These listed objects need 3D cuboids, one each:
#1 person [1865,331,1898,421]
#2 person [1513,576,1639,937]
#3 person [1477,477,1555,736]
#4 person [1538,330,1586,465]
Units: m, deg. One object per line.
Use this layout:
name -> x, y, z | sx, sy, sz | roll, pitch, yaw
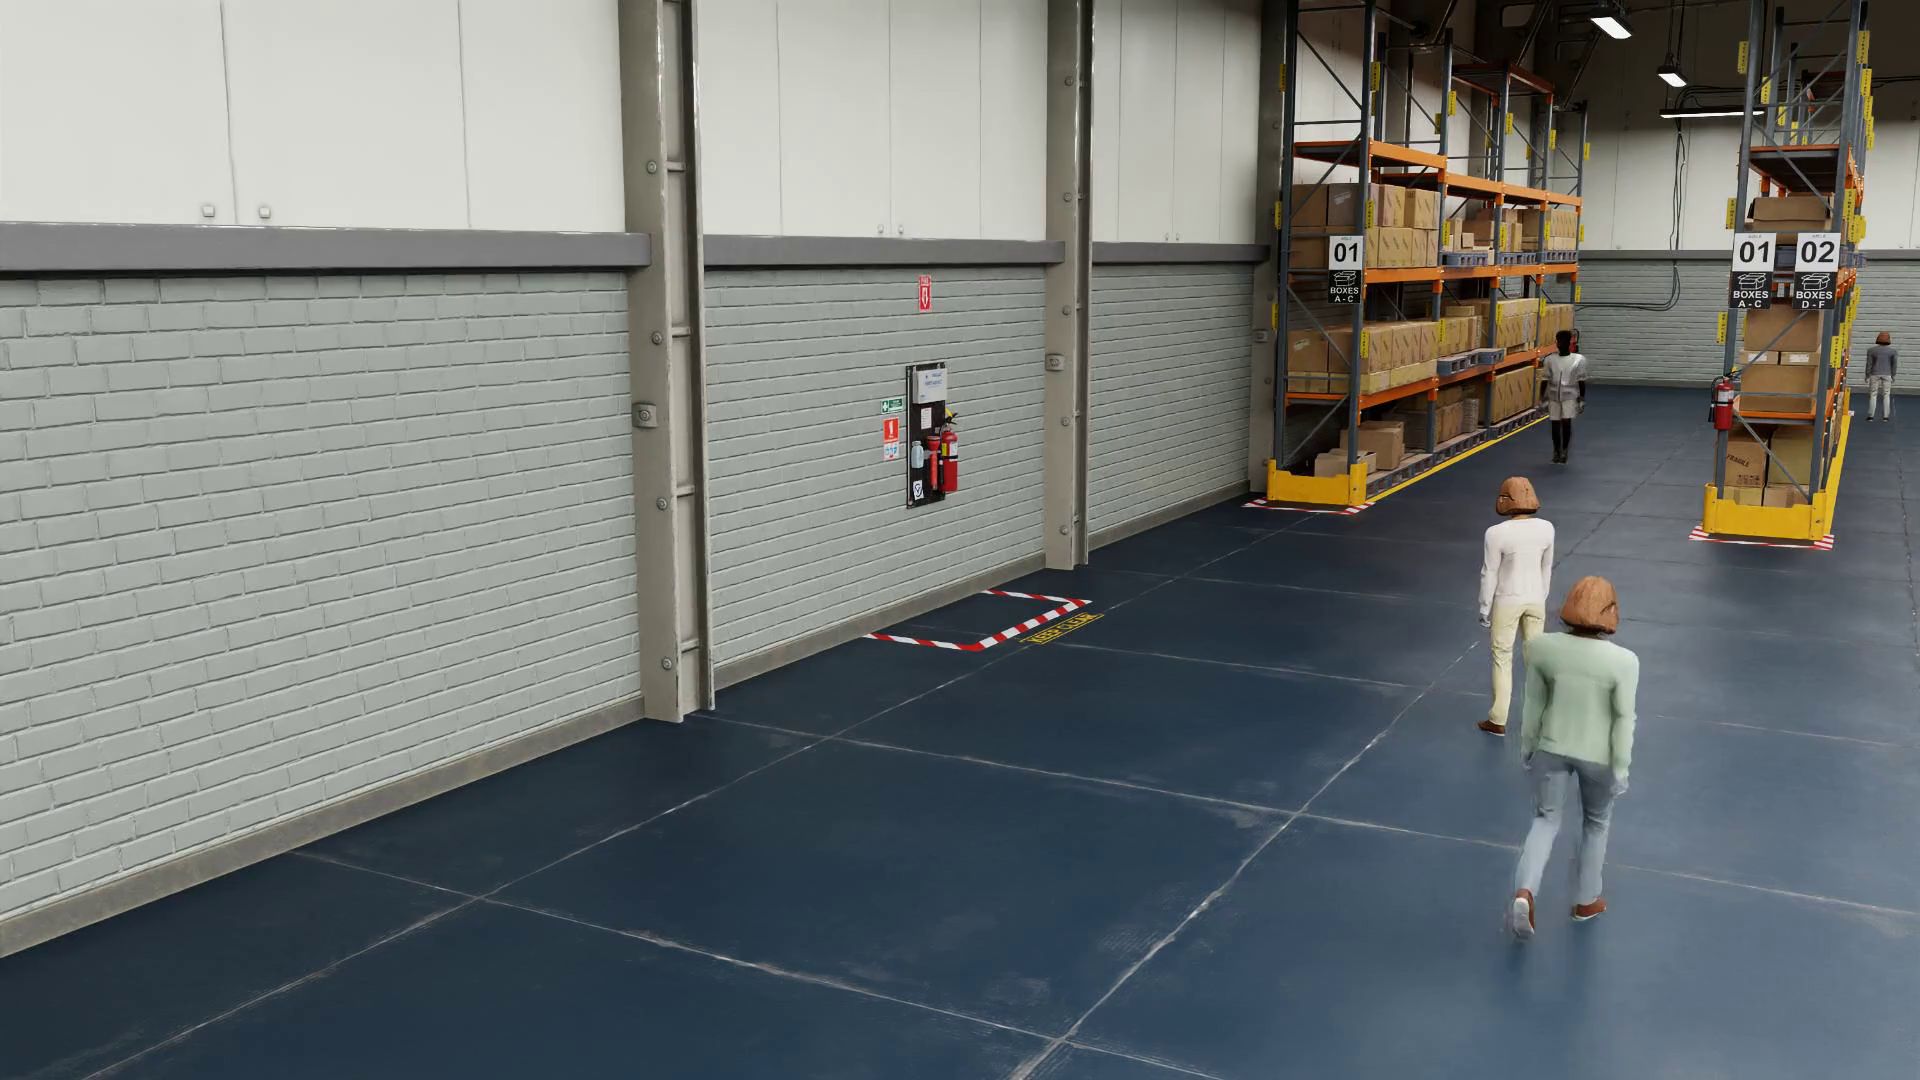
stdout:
person -> 16.714, -2.967, 30.197 | 0.498, 1.634, 0.284 | 5, 11, 25
person -> 2.691, 0.952, 7.322 | 0.507, 1.605, 0.714 | 8, 13, 39
person -> 3.484, 0.418, 10.432 | 0.494, 1.627, 0.297 | -2, 10, -14
person -> 8.572, -2.020, 23.743 | 0.631, 1.941, 0.611 | 7, 12, 37
